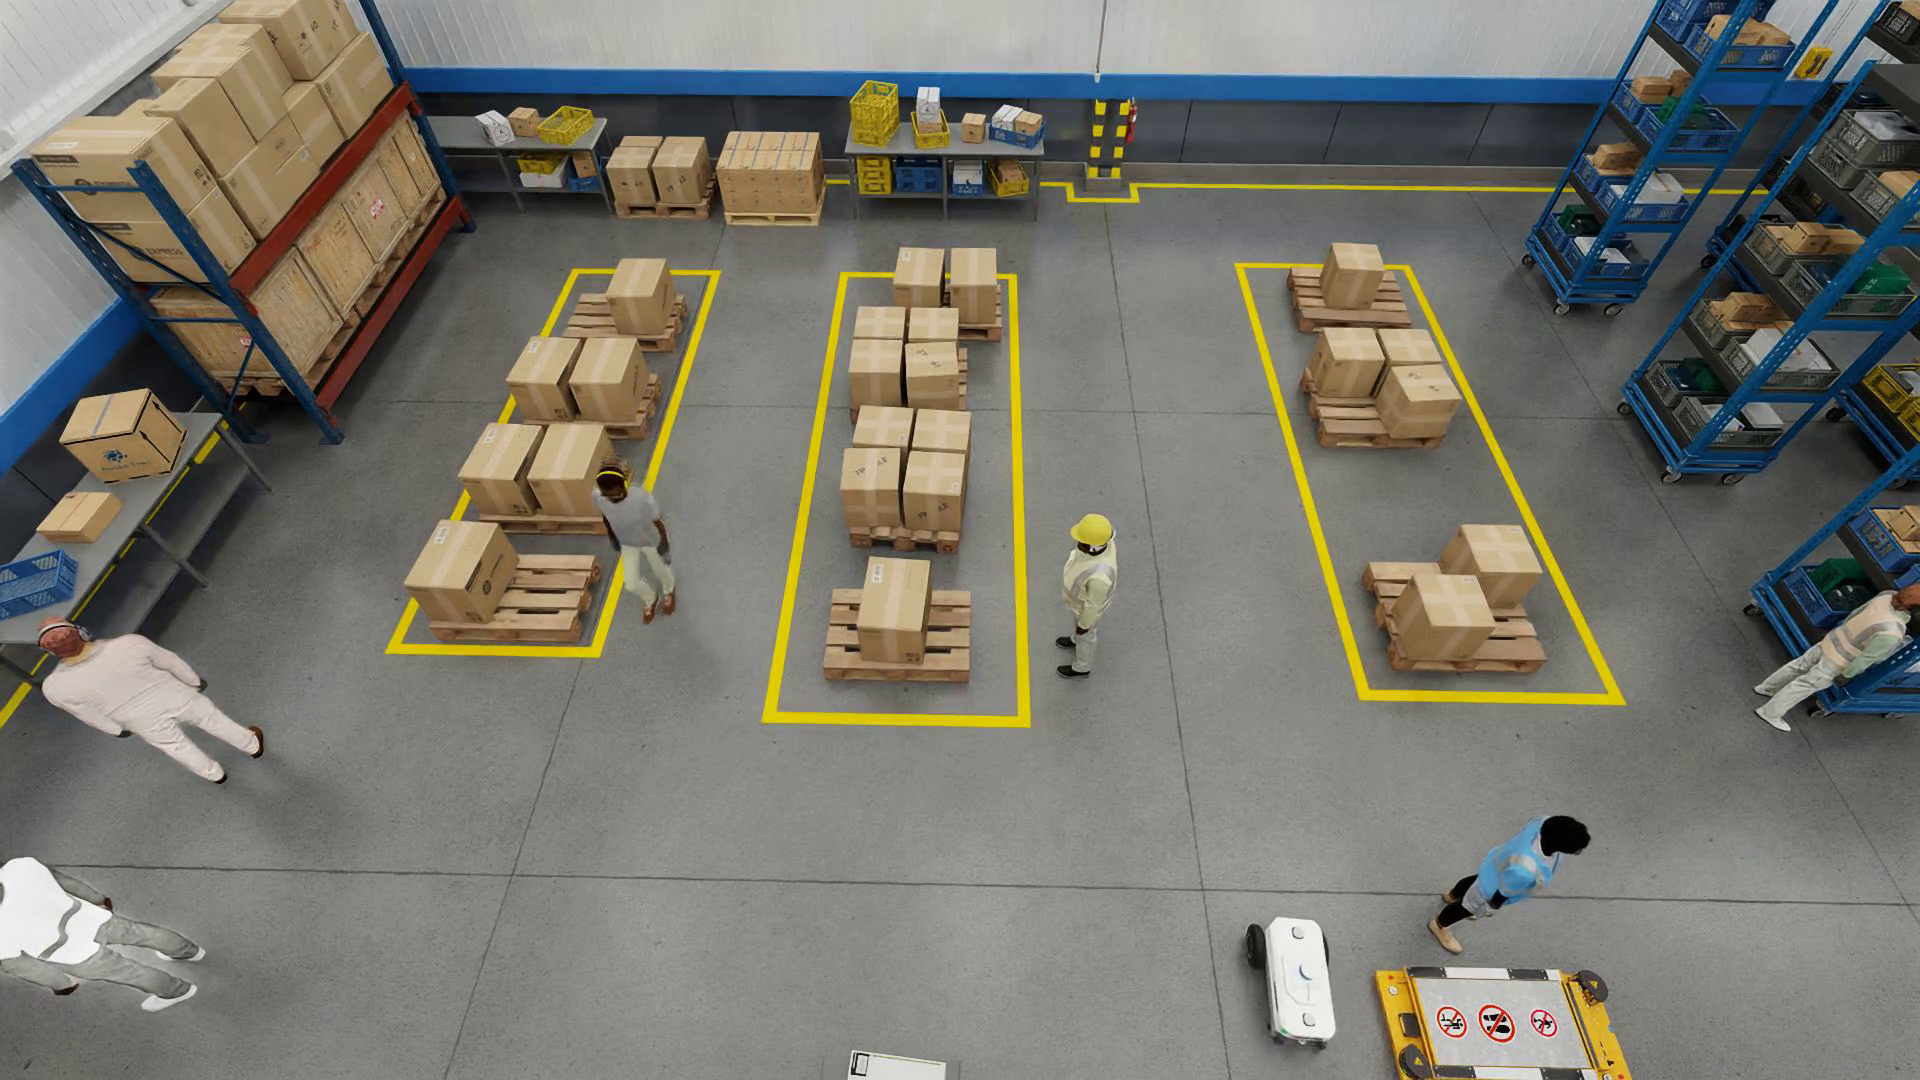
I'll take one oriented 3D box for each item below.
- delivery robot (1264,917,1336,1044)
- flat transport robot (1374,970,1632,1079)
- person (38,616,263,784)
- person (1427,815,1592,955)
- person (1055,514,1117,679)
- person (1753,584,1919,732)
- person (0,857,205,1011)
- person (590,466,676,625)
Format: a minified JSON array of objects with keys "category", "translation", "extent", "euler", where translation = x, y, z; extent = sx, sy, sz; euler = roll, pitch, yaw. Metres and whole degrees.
[{"category":"delivery robot","translation":[2.186,2.839,5.914],"extent":[0.477,0.478,0.707],"euler":[4,51,4]},{"category":"flat transport robot","translation":[3.501,3.133,5.914],"extent":[1.431,0.197,0.652],"euler":[1,51,1]},{"category":"person","translation":[-5.732,1.136,6.495],"extent":[0.408,1.909,0.638],"euler":[36,59,25]},{"category":"person","translation":[3.454,2.149,5.801],"extent":[0.315,1.696,0.541],"euler":[36,59,26]},{"category":"person","translation":[0.975,0.436,7.121],"extent":[0.403,1.824,0.583],"euler":[3,51,2]},{"category":"person","translation":[6.641,0.855,6.893],"extent":[0.308,1.639,0.524],"euler":[23,55,18]},{"category":"person","translation":[-5.282,2.381,5.474],"extent":[0.396,1.917,0.590],"euler":[-8,51,-6]},{"category":"person","translation":[-2.613,0.061,7.409],"extent":[0.551,1.842,0.579],"euler":[1,51,1]}]
